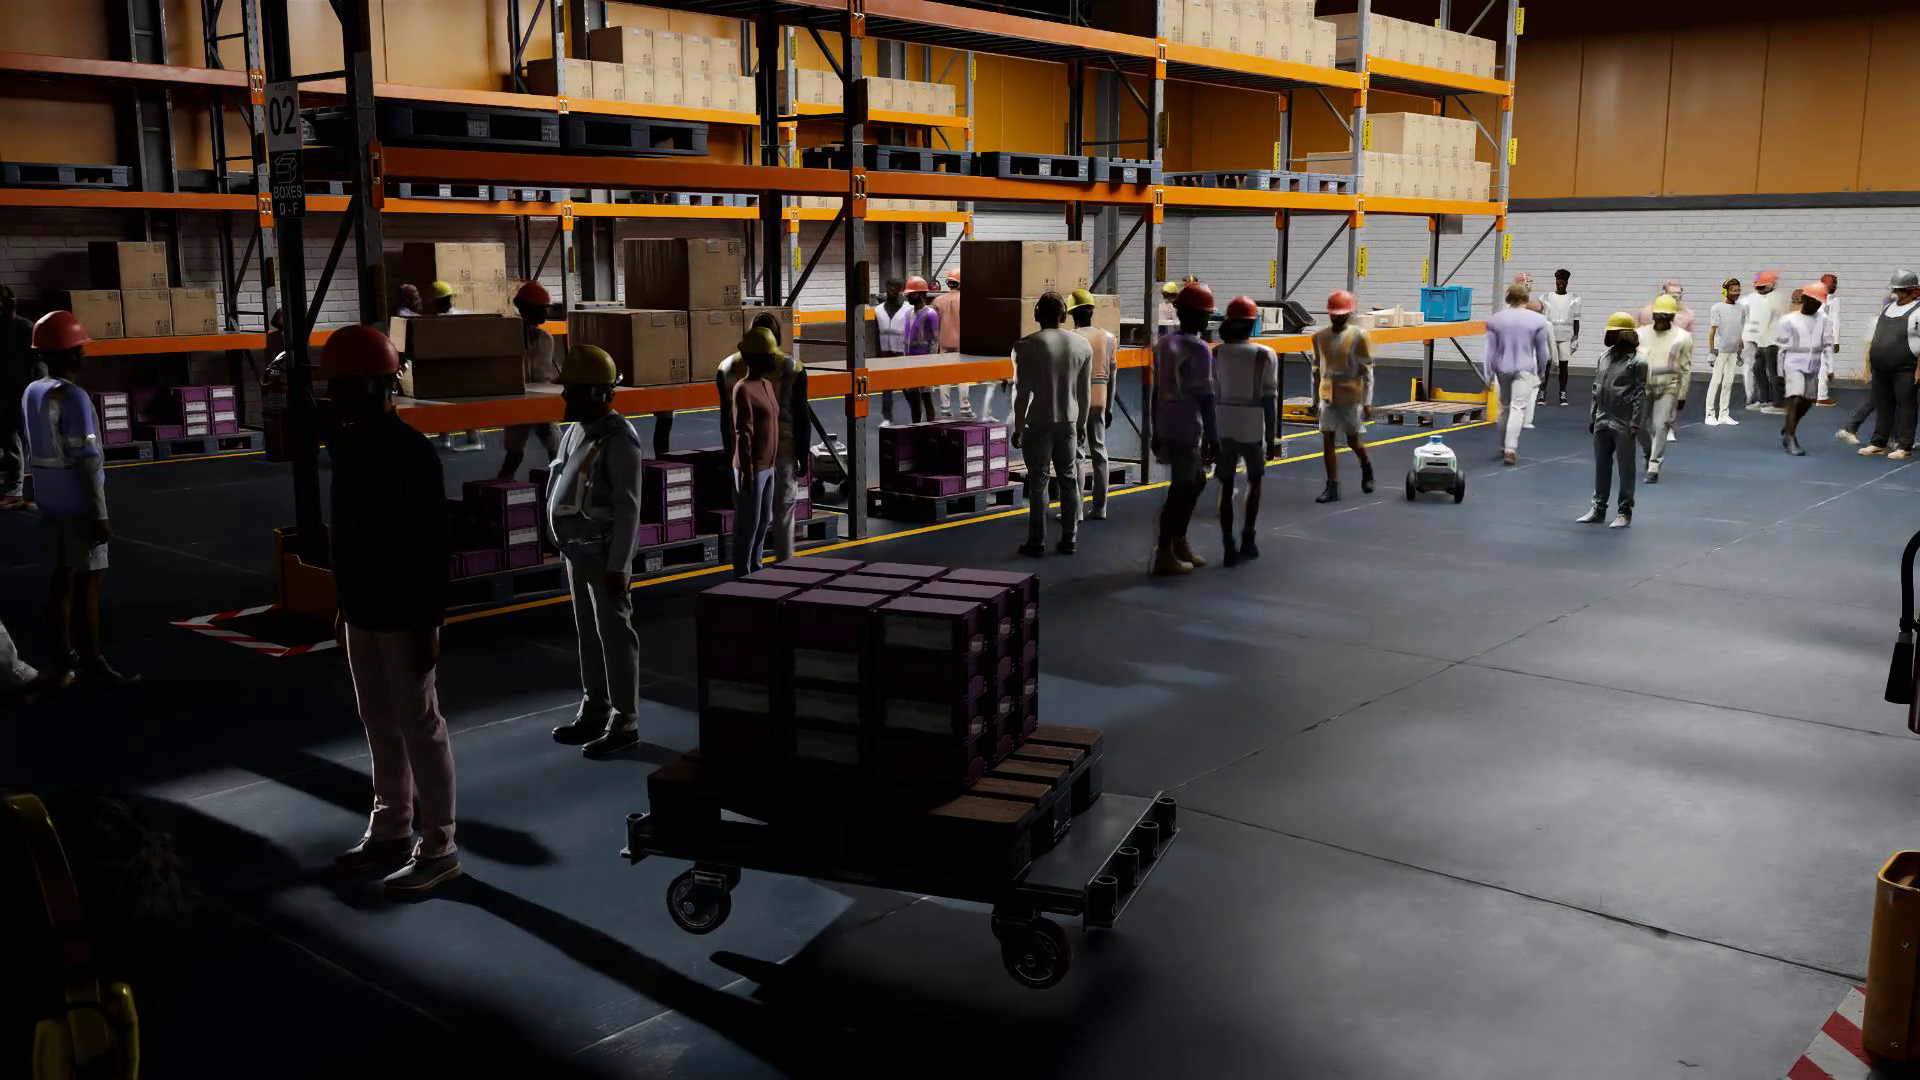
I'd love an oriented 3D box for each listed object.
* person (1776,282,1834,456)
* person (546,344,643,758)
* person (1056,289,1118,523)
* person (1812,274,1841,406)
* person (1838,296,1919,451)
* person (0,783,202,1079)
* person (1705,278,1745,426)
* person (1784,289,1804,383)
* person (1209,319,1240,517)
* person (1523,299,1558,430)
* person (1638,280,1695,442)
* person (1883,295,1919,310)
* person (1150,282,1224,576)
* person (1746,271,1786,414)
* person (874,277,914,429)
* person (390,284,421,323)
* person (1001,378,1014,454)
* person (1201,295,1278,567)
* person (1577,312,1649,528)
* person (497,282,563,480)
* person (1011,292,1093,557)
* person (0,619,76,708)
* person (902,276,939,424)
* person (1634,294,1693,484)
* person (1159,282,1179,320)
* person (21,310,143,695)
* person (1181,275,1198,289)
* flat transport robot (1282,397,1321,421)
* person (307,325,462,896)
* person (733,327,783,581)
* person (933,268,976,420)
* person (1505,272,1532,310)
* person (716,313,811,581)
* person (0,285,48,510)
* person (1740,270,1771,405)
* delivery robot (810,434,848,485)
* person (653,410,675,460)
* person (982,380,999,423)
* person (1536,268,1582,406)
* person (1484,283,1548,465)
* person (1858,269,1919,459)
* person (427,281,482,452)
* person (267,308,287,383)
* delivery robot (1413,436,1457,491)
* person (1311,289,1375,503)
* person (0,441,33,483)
[{"bbox_3d":[9.266,-1.899,18.349,0.549,1.895,0.841,0,10,-1],"label":"person"},{"bbox_3d":[-1.636,0.045,7.441,0.404,1.833,0.589,-7,12,-36],"label":"person"},{"bbox_3d":[1.011,-1.099,13.715,0.586,1.917,0.380,-5,11,-28],"label":"person"},{"bbox_3d":[12.362,-2.861,23.843,0.338,1.882,0.583,-4,11,-19],"label":"person"},{"bbox_3d":[10.416,-1.924,18.782,0.540,1.796,0.977,-6,12,-32],"label":"person"},{"bbox_3d":[-0.662,1.098,1.347,0.538,1.869,0.313,9,13,41],"label":"person"},{"bbox_3d":[9.788,-2.393,21.218,0.537,1.869,0.314,-3,11,-19],"label":"person"},{"bbox_3d":[12.925,-3.060,25.692,0.372,1.623,0.540,-4,11,-24],"label":"person"},{"bbox_3d":[2.341,-1.053,14.178,0.545,1.660,0.862,6,12,30],"label":"person"},{"bbox_3d":[7.225,-2.200,20.856,0.522,1.616,0.692,9,13,41],"label":"person"},{"bbox_3d":[8.303,-2.121,19.622,0.656,1.884,0.645,2,10,12],"label":"person"},{"bbox_3d":[14.101,-3.030,24.923,0.564,1.841,0.390,6,12,32],"label":"person"},{"bbox_3d":[1.597,-0.747,11.412,0.624,2.018,0.615,-3,10,-18],"label":"person"},{"bbox_3d":[11.005,-2.678,22.636,0.628,1.944,0.619,6,12,30],"label":"person"},{"bbox_3d":[-0.789,-2.370,21.014,0.594,1.899,0.767,4,11,20],"label":"person"},{"bbox_3d":[-5.784,-1.749,17.554,0.394,1.878,0.716,-4,11,-21],"label":"person"},{"bbox_3d":[0.647,-1.751,18.339,0.833,1.605,0.527,-9,13,-42],"label":"person"},{"bbox_3d":[2.001,-0.787,11.937,0.568,1.913,0.702,3,10,16],"label":"person"},{"bbox_3d":[5.302,-0.969,13.470,0.295,1.744,0.485,-6,12,-30],"label":"person"},{"bbox_3d":[-3.355,-1.044,13.202,0.632,1.985,1.034,8,13,38],"label":"person"},{"bbox_3d":[0.659,-0.839,12.177,0.629,1.940,0.372,-4,11,-22],"label":"person"},{"bbox_3d":[-4.777,-0.021,7.830,1.007,1.813,0.678,-6,11,-29],"label":"person"},{"bbox_3d":[-0.479,-1.985,18.709,0.367,1.935,0.554,-8,13,-38],"label":"person"},{"bbox_3d":[6.743,-1.467,16.075,0.607,1.815,0.597,8,13,37],"label":"person"},{"bbox_3d":[3.015,-2.850,24.119,0.331,1.767,0.527,-7,12,-36],"label":"person"},{"bbox_3d":[-4.491,-0.185,8.444,0.546,1.942,0.348,7,12,34],"label":"person"},{"bbox_3d":[3.240,-2.779,23.413,0.335,1.873,0.519,-1,10,-6],"label":"person"},{"bbox_3d":[4.618,-1.749,22.101,0.652,0.197,1.431,5,11,25],"label":"flat transport robot"},{"bbox_3d":[-2.024,0.248,5.828,0.622,1.992,0.397,9,13,40],"label":"person"},{"bbox_3d":[-1.252,-0.447,10.437,0.321,1.766,0.535,2,10,12],"label":"person"},{"bbox_3d":[-0.060,-2.583,21.943,0.611,1.996,0.387,5,11,26],"label":"person"},{"bbox_3d":[8.046,-2.875,23.850,0.407,1.912,0.641,-1,10,-5],"label":"person"},{"bbox_3d":[-1.288,-0.581,11.030,0.621,1.836,0.430,1,10,8],"label":"person"},{"bbox_3d":[-8.152,-1.221,14.349,0.628,1.940,0.377,3,10,16],"label":"person"},{"bbox_3d":[11.578,-2.922,24.049,0.621,1.925,0.582,8,13,39],"label":"person"},{"bbox_3d":[-1.174,-0.728,15.212,0.477,0.478,0.707,-2,10,-11],"label":"delivery robot"},{"bbox_3d":[-2.921,-1.485,16.538,0.321,1.696,0.536,-3,10,-18],"label":"person"},{"bbox_3d":[0.606,-2.299,21.513,0.550,1.579,0.666,9,14,42],"label":"person"},{"bbox_3d":[8.580,-2.907,23.877,0.603,1.964,0.367,3,10,16],"label":"person"},{"bbox_3d":[5.835,-1.750,17.526,0.627,1.897,1.033,6,11,29],"label":"person"},{"bbox_3d":[10.051,-1.889,17.862,0.536,2.000,0.673,-3,10,-15],"label":"person"},{"bbox_3d":[-5.691,-1.901,18.377,0.771,1.883,0.590,-2,10,-13],"label":"person"},{"bbox_3d":[-7.251,-1.687,17.908,0.491,1.626,0.282,6,12,31],"label":"person"},{"bbox_3d":[4.296,-0.701,15.061,0.477,0.478,0.707,2,10,12],"label":"delivery robot"},{"bbox_3d":[3.420,-1.280,14.815,0.588,1.905,0.732,7,12,36],"label":"person"},{"bbox_3d":[-9.106,-1.333,15.916,0.420,1.623,0.506,-7,12,-36],"label":"person"}]
